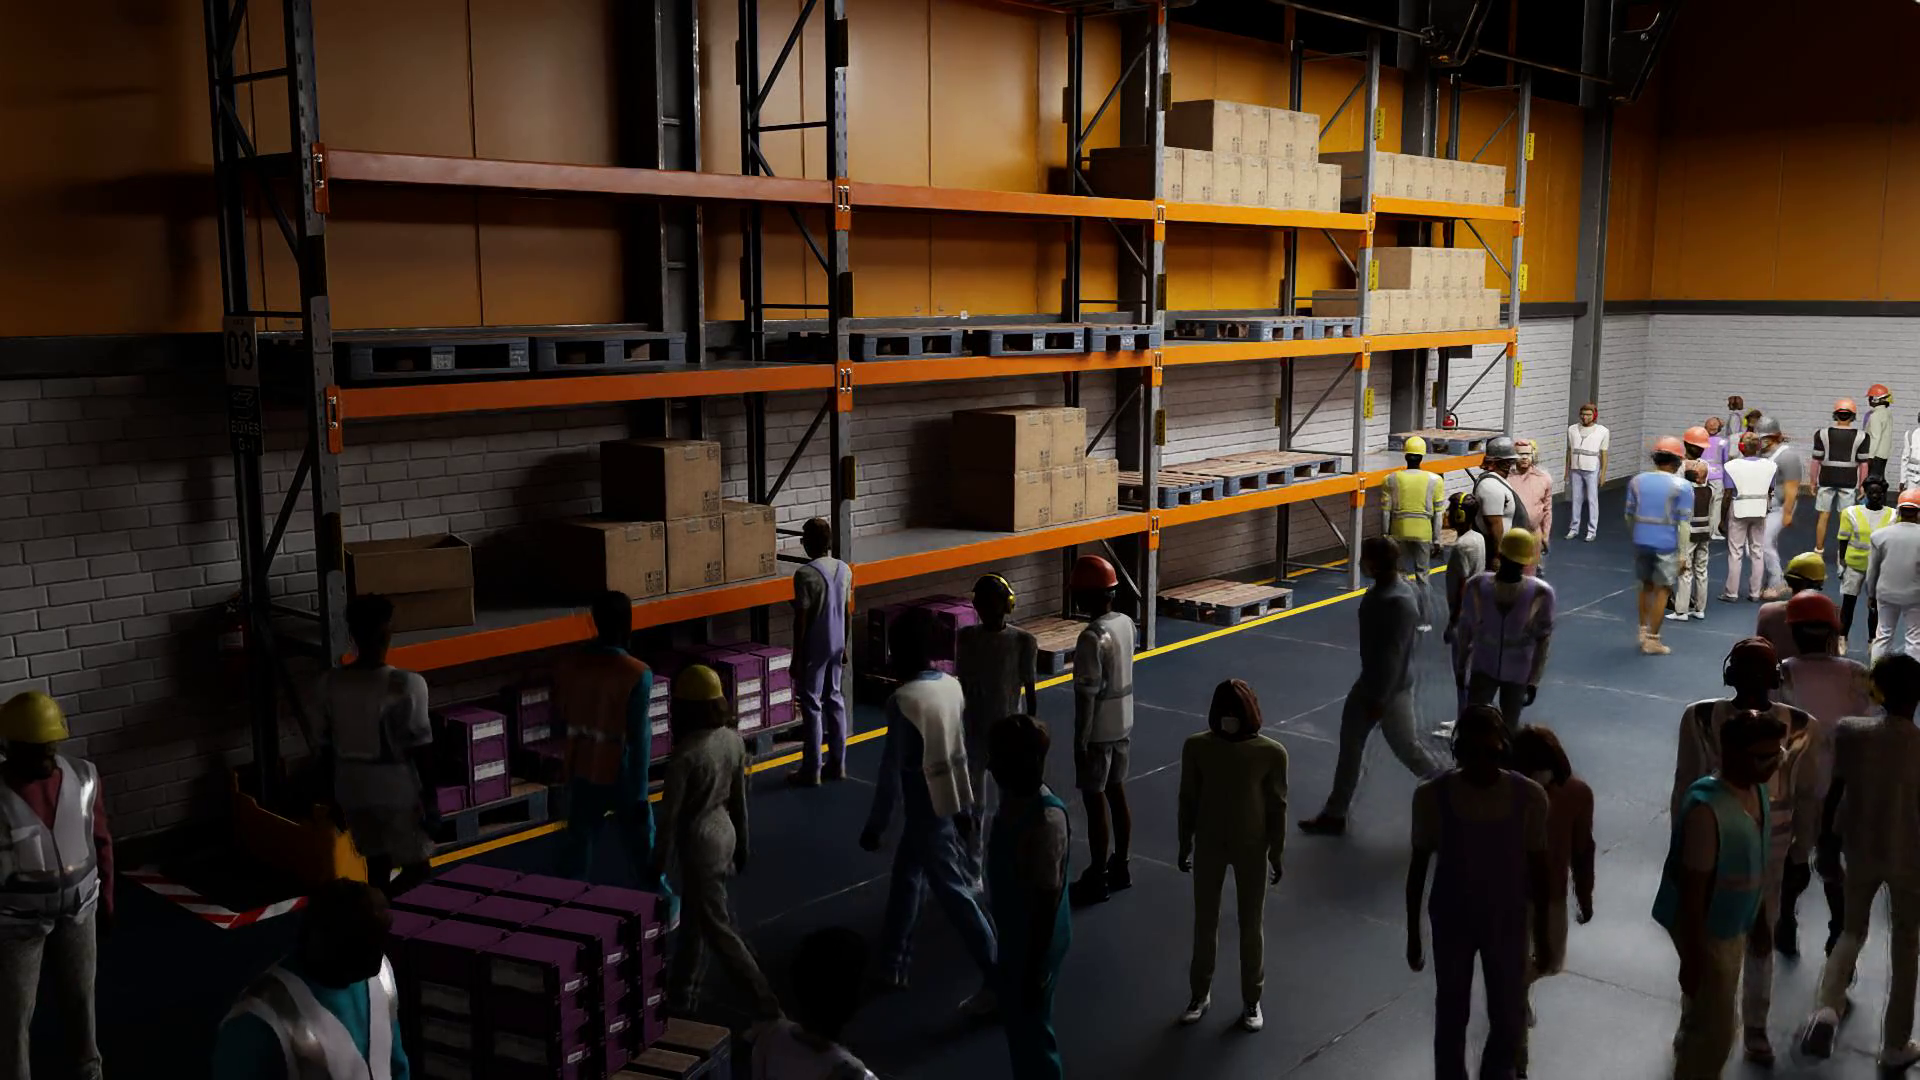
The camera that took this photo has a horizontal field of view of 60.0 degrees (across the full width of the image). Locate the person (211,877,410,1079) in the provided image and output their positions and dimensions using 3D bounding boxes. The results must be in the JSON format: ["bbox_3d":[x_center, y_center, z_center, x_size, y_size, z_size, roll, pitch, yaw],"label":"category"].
[{"bbox_3d":[-1.730,1.825,4.663,0.961,1.775,0.686,2,9,14],"label":"person"}]

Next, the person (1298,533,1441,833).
[{"bbox_3d":[2.660,0.899,10.260,0.992,1.903,0.641,-1,9,-8],"label":"person"}]

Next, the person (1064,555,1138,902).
[{"bbox_3d":[0.759,1.040,9.241,0.385,1.929,0.543,5,10,32],"label":"person"}]

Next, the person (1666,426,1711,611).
[{"bbox_3d":[7.616,-0.226,17.382,0.543,1.933,0.363,-4,10,-26],"label":"person"}]

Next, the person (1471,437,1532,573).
[{"bbox_3d":[4.900,0.075,15.091,0.537,2.000,0.680,2,9,10],"label":"person"}]

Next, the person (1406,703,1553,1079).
[{"bbox_3d":[2.012,1.515,6.455,0.565,1.837,0.396,2,9,11],"label":"person"}]

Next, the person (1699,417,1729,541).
[{"bbox_3d":[9.962,-0.813,22.103,0.315,1.641,0.514,-8,12,-43],"label":"person"}]

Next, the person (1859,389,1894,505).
[{"bbox_3d":[13.119,-1.221,23.848,0.378,1.918,0.585,6,11,33],"label":"person"}]

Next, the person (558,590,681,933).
[{"bbox_3d":[-1.739,1.185,8.478,0.623,1.869,0.980,5,10,28],"label":"person"}]

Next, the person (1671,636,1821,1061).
[{"bbox_3d":[3.449,1.353,7.353,0.584,1.882,0.344,3,9,21],"label":"person"}]

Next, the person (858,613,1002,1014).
[{"bbox_3d":[-0.121,1.296,7.911,0.967,1.889,0.602,3,9,20],"label":"person"}]

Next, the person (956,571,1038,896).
[{"bbox_3d":[0.170,1.093,9.099,0.508,1.865,0.329,4,10,22],"label":"person"}]

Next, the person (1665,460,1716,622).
[{"bbox_3d":[7.393,0.007,16.805,0.522,1.645,0.305,-4,10,-23],"label":"person"}]

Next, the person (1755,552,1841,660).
[{"bbox_3d":[5.183,0.951,10.323,0.330,1.768,0.526,-6,11,-36],"label":"person"}]

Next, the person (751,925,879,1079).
[{"bbox_3d":[-0.447,1.918,4.520,0.518,1.633,0.548,-6,11,-36],"label":"person"}]

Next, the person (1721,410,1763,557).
[{"bbox_3d":[9.799,-0.703,20.752,0.540,1.842,0.627,4,10,23],"label":"person"}]

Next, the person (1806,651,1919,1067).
[{"bbox_3d":[3.961,1.400,7.172,0.587,1.844,0.597,9,12,44],"label":"person"}]

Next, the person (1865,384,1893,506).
[{"bbox_3d":[12.900,-1.199,23.454,0.397,1.992,0.621,9,12,44],"label":"person"}]

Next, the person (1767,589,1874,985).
[{"bbox_3d":[4.228,1.209,8.219,0.571,1.908,0.776,1,9,9],"label":"person"}]

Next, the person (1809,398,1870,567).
[{"bbox_3d":[10.594,-0.688,20.062,0.611,2.032,0.411,5,10,28],"label":"person"}]

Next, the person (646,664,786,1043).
[{"bbox_3d":[-1.119,1.410,7.558,0.861,1.710,0.495,4,10,26],"label":"person"}]

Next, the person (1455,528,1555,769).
[{"bbox_3d":[3.466,0.848,10.653,0.591,1.868,0.973,4,10,22],"label":"person"}]

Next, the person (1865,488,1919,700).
[{"bbox_3d":[7.750,0.447,13.653,0.350,1.743,0.568,-9,12,-44],"label":"person"}]

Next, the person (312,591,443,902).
[{"bbox_3d":[-2.813,1.218,7.996,0.627,1.949,0.699,3,9,16],"label":"person"}]

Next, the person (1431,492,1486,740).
[{"bbox_3d":[3.750,0.570,12.449,0.331,1.872,0.513,5,10,32],"label":"person"}]

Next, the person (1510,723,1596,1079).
[{"bbox_3d":[2.434,1.514,7.236,0.526,1.594,0.646,-1,9,-6],"label":"person"}]

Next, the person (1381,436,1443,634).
[{"bbox_3d":[4.399,-0.047,16.241,0.589,1.927,0.386,2,9,14],"label":"person"}]

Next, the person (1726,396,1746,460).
[{"bbox_3d":[12.302,-1.472,26.400,0.318,1.630,0.513,6,11,33],"label":"person"}]

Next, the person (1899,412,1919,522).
[{"bbox_3d":[12.152,-0.753,20.966,0.351,1.880,0.576,-7,11,-36],"label":"person"}]

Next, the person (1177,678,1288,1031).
[{"bbox_3d":[1.243,1.433,7.643,0.505,1.633,0.279,3,9,16],"label":"person"}]

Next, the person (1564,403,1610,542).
[{"bbox_3d":[8.294,-0.895,22.017,0.394,1.836,0.561,-8,12,-42],"label":"person"}]

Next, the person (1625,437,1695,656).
[{"bbox_3d":[6.420,0.065,15.334,0.648,1.987,0.635,-7,11,-39],"label":"person"}]

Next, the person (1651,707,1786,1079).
[{"bbox_3d":[2.922,1.522,6.444,0.416,1.830,0.638,8,12,43],"label":"person"}]

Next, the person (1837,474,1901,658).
[{"bbox_3d":[8.246,0.245,15.097,0.535,1.697,0.321,4,10,23],"label":"person"}]

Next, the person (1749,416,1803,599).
[{"bbox_3d":[8.674,-0.360,17.896,0.542,2.000,0.698,-1,9,-5],"label":"person"}]

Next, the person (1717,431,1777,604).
[{"bbox_3d":[8.373,-0.232,17.705,0.567,1.845,0.389,0,9,-1],"label":"person"}]

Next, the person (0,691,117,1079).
[{"bbox_3d":[-3.674,1.491,6.662,0.403,1.824,0.595,6,11,36],"label":"person"}]

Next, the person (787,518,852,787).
[{"bbox_3d":[-0.952,0.760,11.351,0.352,1.835,0.518,7,11,39],"label":"person"}]

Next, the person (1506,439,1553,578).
[{"bbox_3d":[5.453,-0.034,16.231,0.641,1.908,0.407,0,9,2],"label":"person"}]

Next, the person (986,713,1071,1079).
[{"bbox_3d":[0.247,1.543,6.283,0.327,1.838,0.510,-2,9,-12],"label":"person"}]
